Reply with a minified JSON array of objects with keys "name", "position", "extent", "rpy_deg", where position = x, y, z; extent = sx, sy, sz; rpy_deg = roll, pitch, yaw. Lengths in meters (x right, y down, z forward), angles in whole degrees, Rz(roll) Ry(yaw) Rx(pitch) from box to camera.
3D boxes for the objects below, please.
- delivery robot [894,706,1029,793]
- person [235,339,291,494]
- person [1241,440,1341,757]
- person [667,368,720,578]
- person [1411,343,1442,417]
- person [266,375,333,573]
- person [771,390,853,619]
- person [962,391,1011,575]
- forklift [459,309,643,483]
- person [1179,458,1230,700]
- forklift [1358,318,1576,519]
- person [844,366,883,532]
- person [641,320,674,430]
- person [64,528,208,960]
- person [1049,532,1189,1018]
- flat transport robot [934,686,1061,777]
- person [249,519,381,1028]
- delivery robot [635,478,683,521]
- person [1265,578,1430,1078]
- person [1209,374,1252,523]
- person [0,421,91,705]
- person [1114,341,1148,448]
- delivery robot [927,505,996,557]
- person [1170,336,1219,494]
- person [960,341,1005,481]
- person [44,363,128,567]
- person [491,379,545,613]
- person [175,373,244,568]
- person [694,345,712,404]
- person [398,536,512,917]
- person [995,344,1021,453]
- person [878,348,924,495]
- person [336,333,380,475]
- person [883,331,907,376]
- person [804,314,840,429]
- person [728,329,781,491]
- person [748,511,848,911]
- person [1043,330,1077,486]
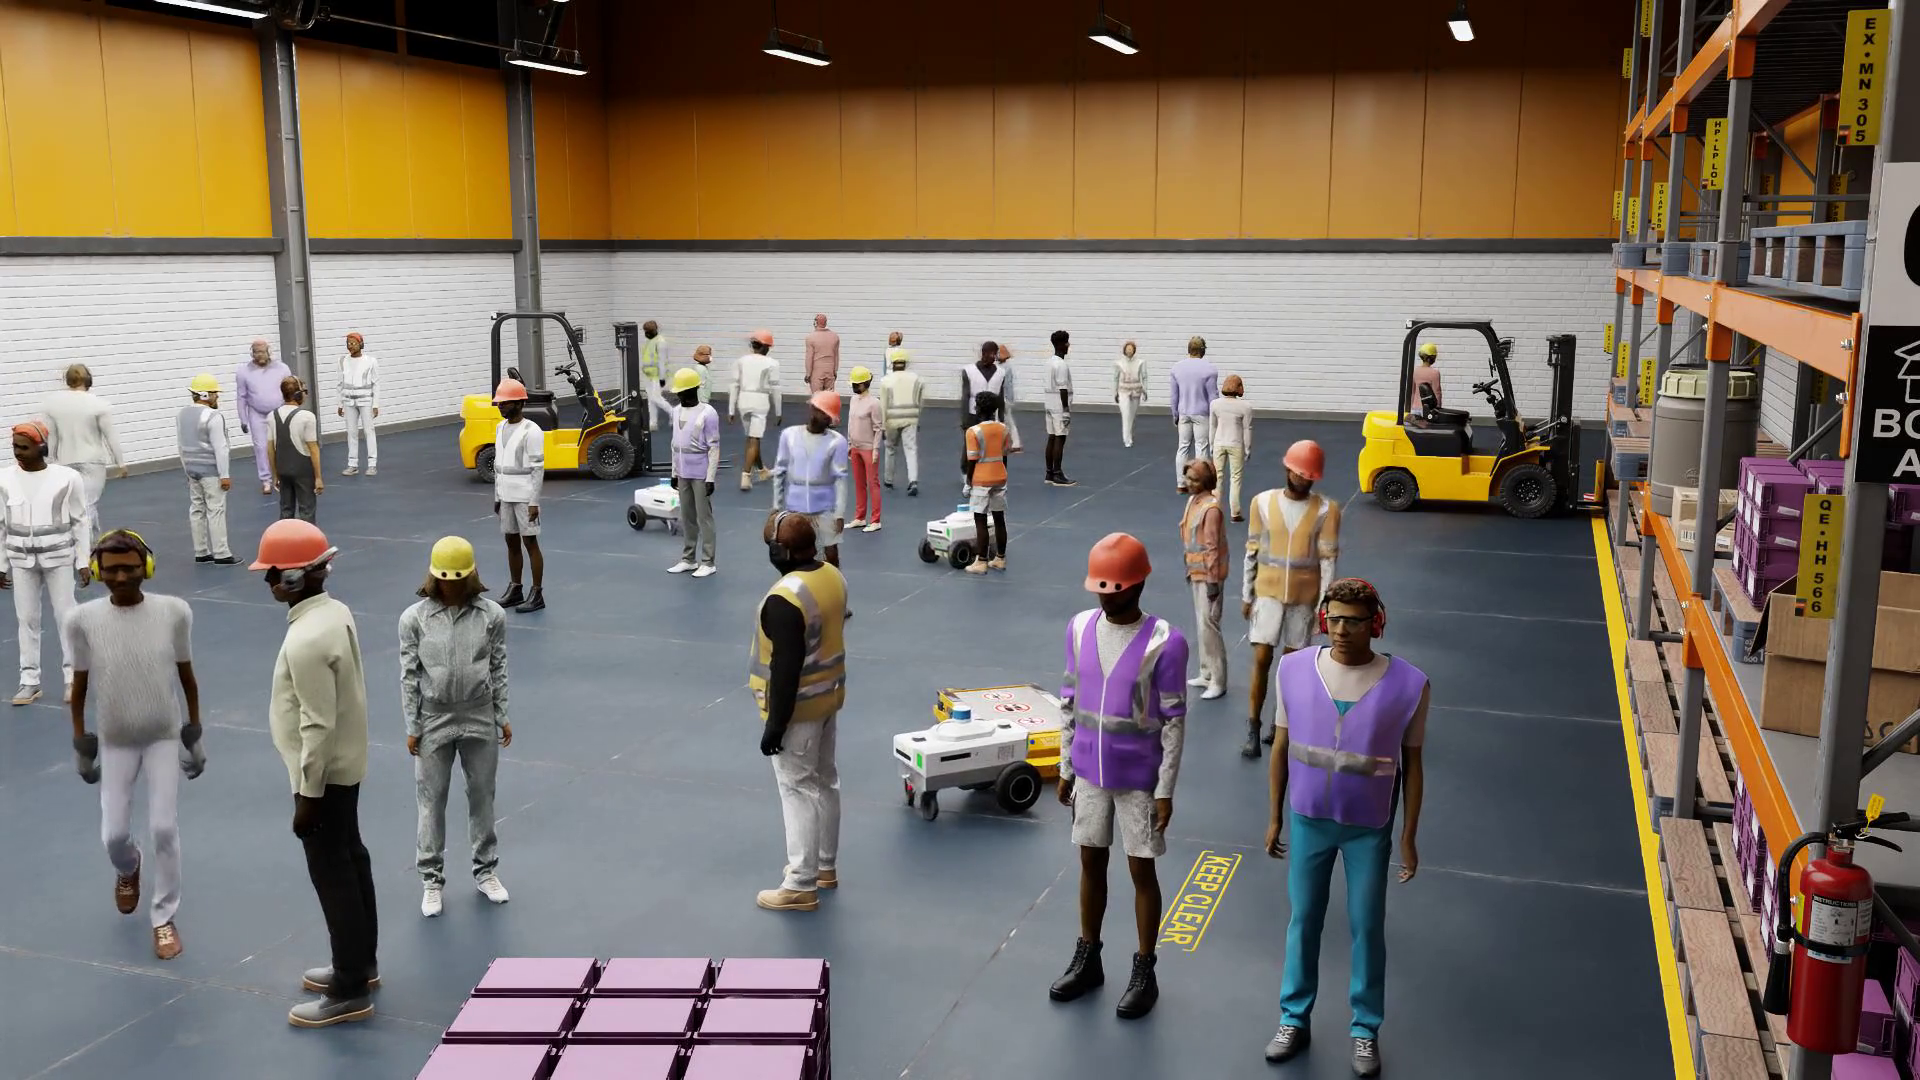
[{"name":"delivery robot","position":[0.008,1.135,8.946],"extent":[0.707,0.478,0.477],"rpy_deg":[-5,11,-27]},{"name":"person","position":[-8.457,-1.505,20.311],"extent":[0.682,1.890,0.439],"rpy_deg":[-5,11,-27]},{"name":"person","position":[1.933,0.354,9.846],"extent":[0.585,1.890,0.840],"rpy_deg":[3,10,15]},{"name":"person","position":[-2.452,-0.616,15.241],"extent":[0.585,1.917,0.381],"rpy_deg":[9,13,40]},{"name":"person","position":[6.062,-1.679,21.639],"extent":[0.305,1.772,0.525],"rpy_deg":[-6,12,-30]},{"name":"person","position":[-6.080,-0.583,15.252],"extent":[0.507,1.845,0.339],"rpy_deg":[3,10,15]},{"name":"person","position":[-1.176,-0.260,13.354],"extent":[0.652,1.892,0.431],"rpy_deg":[1,10,4]},{"name":"person","position":[0.242,-0.530,15.369],"extent":[0.531,1.698,0.320],"rpy_deg":[-9,14,-42]},{"name":"forklift","position":[-5.354,-1.902,21.697],"extent":[2.313,2.155,1.214],"rpy_deg":[-2,10,-13]},{"name":"person","position":[1.638,0.250,11.196],"extent":[0.330,1.626,0.581],"rpy_deg":[-1,10,-6]},{"name":"forklift","position":[5.787,-1.437,19.079],"extent":[2.313,2.155,1.214],"rpy_deg":[3,11,19]},{"name":"person","position":[-1.030,-0.962,17.638],"extent":[0.327,1.760,0.524],"rpy_deg":[-9,13,-40]},{"name":"person","position":[-4.919,-2.675,27.125],"extent":[0.558,1.815,0.694],"rpy_deg":[-7,12,-35]},{"name":"person","position":[-3.539,0.849,7.189],"extent":[0.514,1.856,0.584],"rpy_deg":[-5,11,-27]},{"name":"person","position":[0.615,0.917,6.566],"extent":[0.543,1.932,0.365],"rpy_deg":[7,12,33]},{"name":"flat transport robot","position":[0.355,1.127,10.054],"extent":[0.652,0.197,1.431],"rpy_deg":[-3,11,-17]},{"name":"person","position":[-2.510,0.898,6.497],"extent":[0.400,1.989,0.623],"rpy_deg":[-2,10,-10]},{"name":"delivery robot","position":[-3.132,-0.413,17.664],"extent":[0.707,0.478,0.477],"rpy_deg":[9,14,42]},{"name":"person","position":[1.414,1.037,6.124],"extent":[0.563,1.847,0.389],"rpy_deg":[4,11,22]},{"name":"person","position":[2.961,-1.003,18.241],"extent":[0.493,1.624,0.280],"rpy_deg":[5,11,28]},{"name":"person","position":[-6.075,0.151,11.011],"extent":[0.574,1.884,0.361],"rpy_deg":[-2,10,-12]},{"name":"person","position":[2.571,-2.232,25.232],"extent":[0.505,1.600,0.845],"rpy_deg":[-1,10,-6]},{"name":"delivery robot","position":[0.030,-0.094,15.870],"extent":[0.707,0.478,0.477],"rpy_deg":[-10,14,-43]},{"name":"person","position":[2.849,-1.499,20.153],"extent":[0.635,1.939,0.367],"rpy_deg":[7,12,33]},{"name":"person","position":[0.258,-1.553,20.693],"extent":[0.619,1.867,0.920],"rpy_deg":[-4,11,-22]},{"name":"person","position":[-8.291,-0.738,15.936],"extent":[0.653,1.907,0.903],"rpy_deg":[1,10,7]},{"name":"person","position":[-3.674,-0.366,13.773],"extent":[0.544,1.939,0.354],"rpy_deg":[7,12,34]},{"name":"person","position":[-7.096,-0.654,15.699],"extent":[0.591,1.829,0.404],"rpy_deg":[6,12,29]},{"name":"person","position":[-3.593,-1.909,23.317],"extent":[0.274,1.632,0.503],"rpy_deg":[-1,10,-6]},{"name":"person","position":[-2.283,0.835,7.577],"extent":[0.483,1.736,0.311],"rpy_deg":[-5,11,-28]},{"name":"person","position":[0.548,-2.026,24.090],"extent":[0.834,1.595,0.512],"rpy_deg":[-3,10,-16]},{"name":"person","position":[-0.716,-1.450,20.315],"extent":[0.579,1.793,0.939],"rpy_deg":[-2,10,-13]},{"name":"person","position":[-7.935,-1.787,21.933],"extent":[0.575,1.882,0.355],"rpy_deg":[1,10,3]},{"name":"person","position":[-1.045,-2.539,26.842],"extent":[0.314,1.641,0.515],"rpy_deg":[-9,13,-41]},{"name":"person","position":[-2.292,-2.767,27.380],"extent":[0.643,1.909,0.409],"rpy_deg":[-8,13,-38]},{"name":"person","position":[-2.556,-1.629,20.752],"extent":[0.650,1.974,1.076],"rpy_deg":[4,11,22]},{"name":"person","position":[-0.749,0.776,7.630],"extent":[0.430,1.839,0.619],"rpy_deg":[3,11,18]},{"name":"person","position":[1.254,-1.665,21.001],"extent":[0.361,1.965,0.613],"rpy_deg":[-3,10,-16]}]
